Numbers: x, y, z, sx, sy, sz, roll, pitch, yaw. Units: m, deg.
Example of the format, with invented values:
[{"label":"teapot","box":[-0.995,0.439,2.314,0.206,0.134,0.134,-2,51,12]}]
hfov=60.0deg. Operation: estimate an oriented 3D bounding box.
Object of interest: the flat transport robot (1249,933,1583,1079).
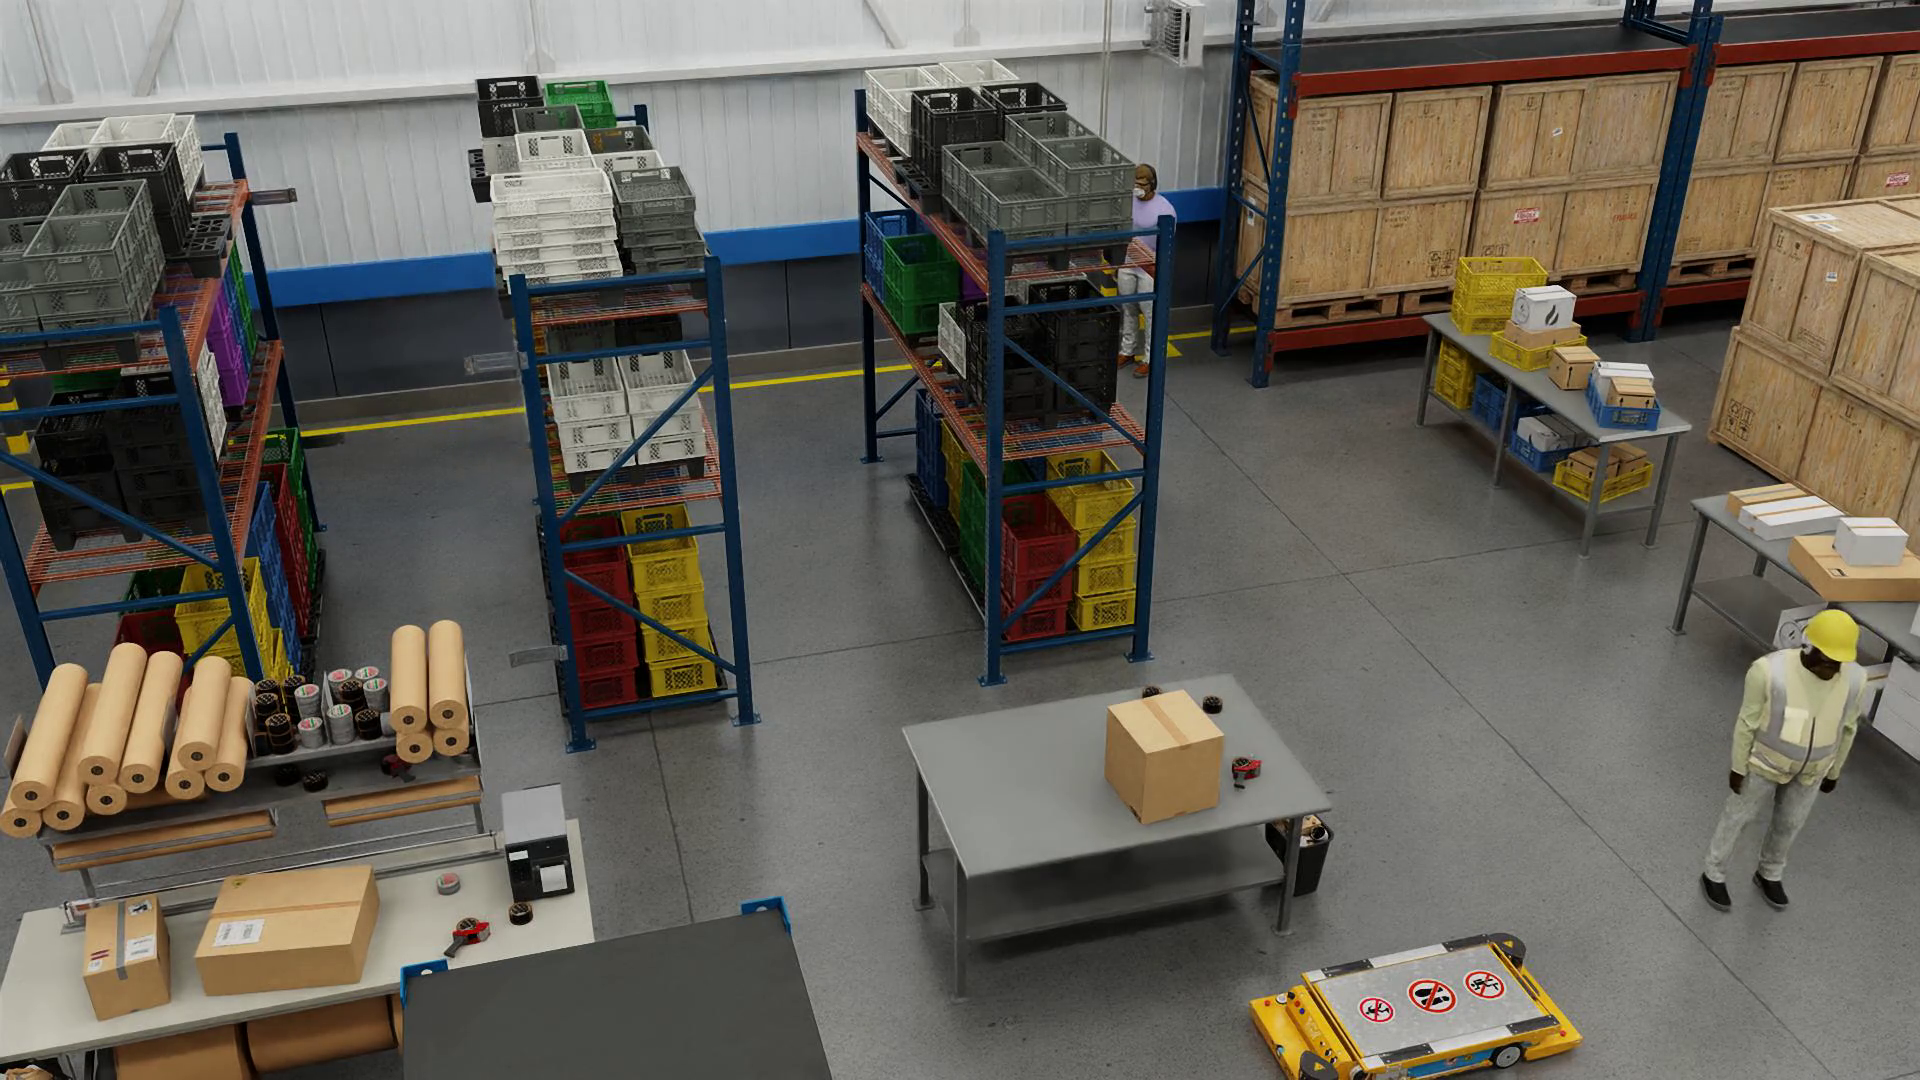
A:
[{"label":"flat transport robot","box":[2.184,2.282,7.980,1.431,0.197,0.652,-8,30,-14]}]

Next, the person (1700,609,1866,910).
[{"label":"person","box":[4.223,1.130,8.487,0.590,1.821,0.403,3,29,5]}]

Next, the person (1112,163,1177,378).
[{"label":"person","box":[1.617,-2.411,14.813,0.625,1.933,0.374,25,38,38]}]
